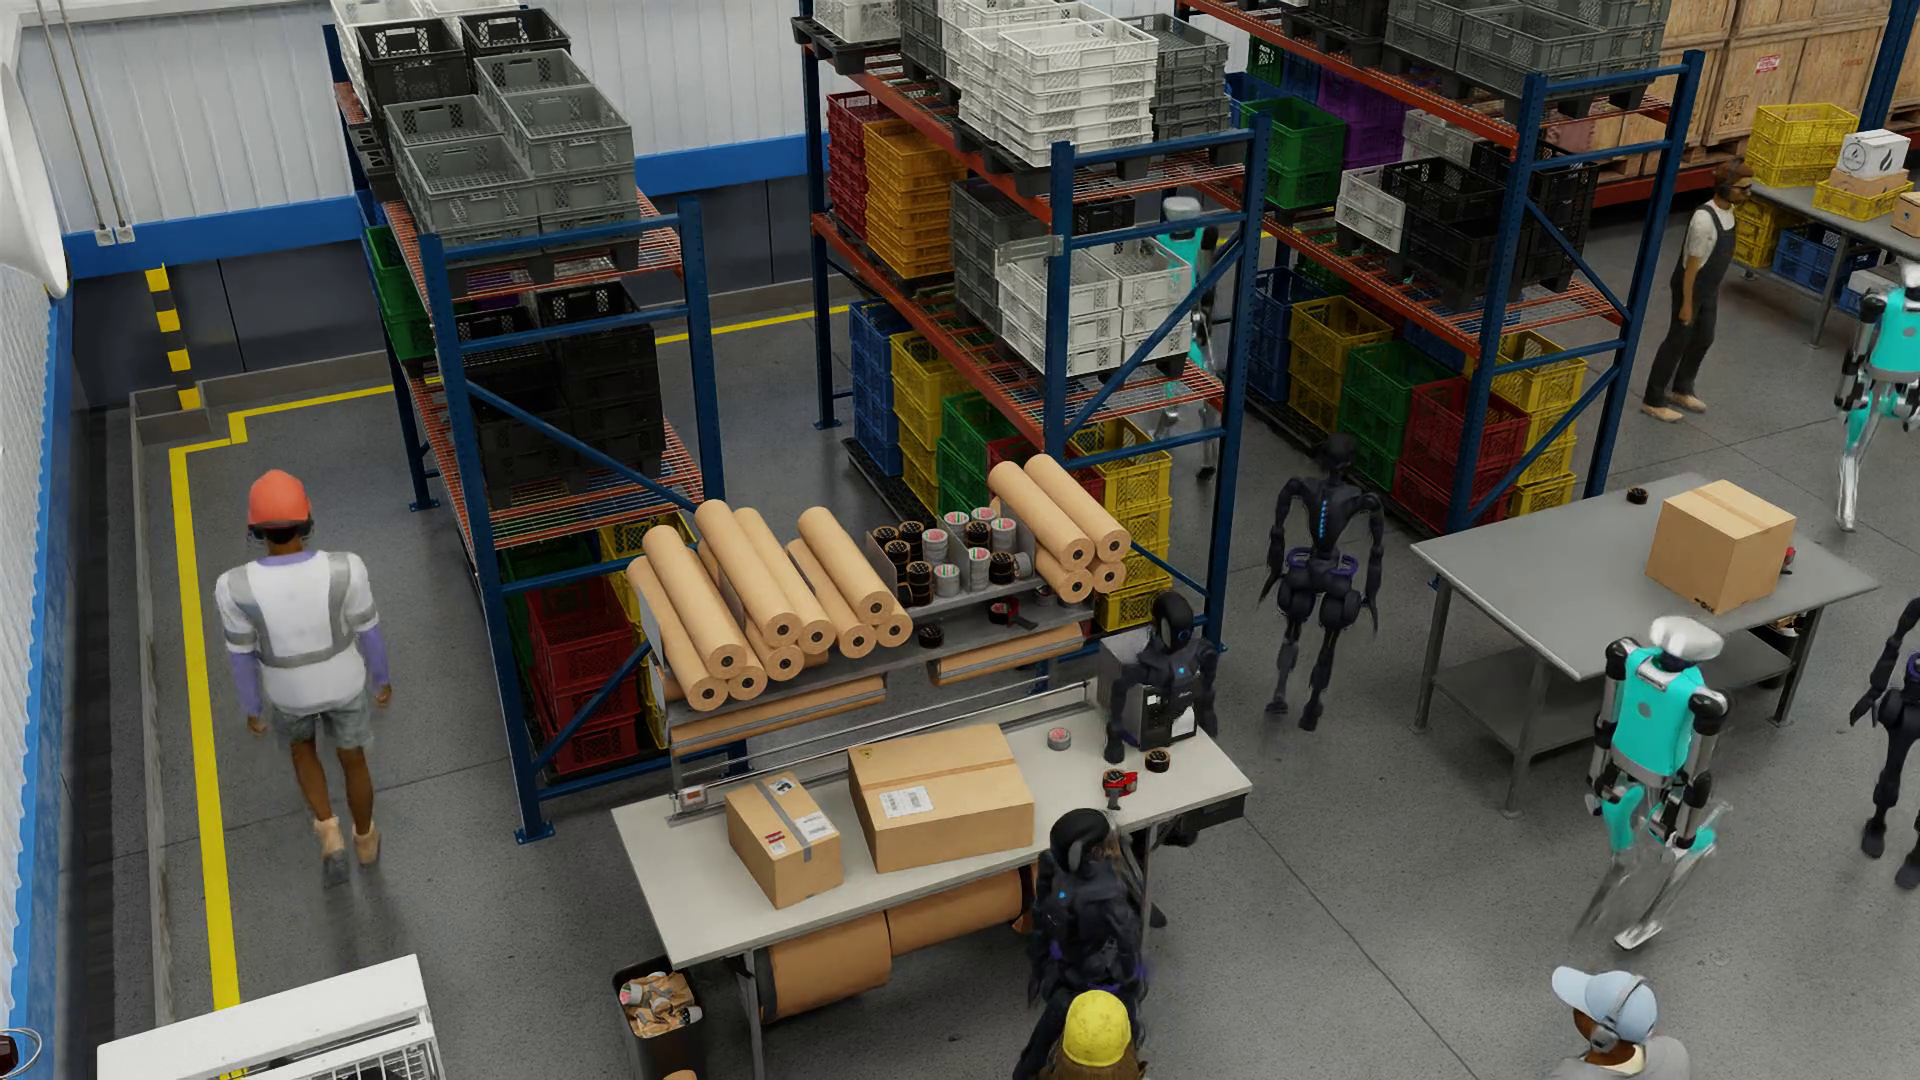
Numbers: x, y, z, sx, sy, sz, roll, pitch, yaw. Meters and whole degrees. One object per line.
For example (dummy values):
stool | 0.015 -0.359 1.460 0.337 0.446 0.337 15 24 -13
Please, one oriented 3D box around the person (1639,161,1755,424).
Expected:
person | 4.962 -1.648 11.156 0.520 1.834 0.377 -26 40 -35

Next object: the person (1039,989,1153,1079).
person | 0.396 2.076 5.193 0.492 1.739 0.314 -7 32 -11

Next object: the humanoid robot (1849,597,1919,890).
humanoid robot | 4.306 0.772 7.366 0.609 1.643 0.430 19 36 28

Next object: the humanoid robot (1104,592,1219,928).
humanoid robot | 0.818 0.912 7.146 0.610 1.640 0.441 -17 35 -25

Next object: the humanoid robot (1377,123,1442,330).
humanoid robot | 3.257 -2.044 11.862 0.530 1.762 0.721 -8 33 -13

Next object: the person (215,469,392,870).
person | -2.821 0.611 7.296 0.633 2.029 0.439 -12 33 -18

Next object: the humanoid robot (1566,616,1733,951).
humanoid robot | 2.943 1.057 6.899 0.749 1.844 0.542 -17 36 -26

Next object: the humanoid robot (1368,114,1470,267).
humanoid robot | 3.355 -2.461 12.546 0.535 1.744 0.765 -17 36 -26

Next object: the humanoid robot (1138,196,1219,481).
humanoid robot | 1.460 -1.200 10.544 0.535 1.765 0.978 -8 32 -12

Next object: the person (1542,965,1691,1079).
person | 1.883 2.016 5.184 0.597 1.852 0.373 -14 34 -21

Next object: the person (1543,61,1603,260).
person | 4.966 -3.108 13.598 0.522 1.761 0.336 -16 35 -25

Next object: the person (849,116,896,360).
person | -0.599 -2.137 11.892 0.507 1.891 0.632 -4 32 -6

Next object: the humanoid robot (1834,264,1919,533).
humanoid robot | 5.559 -0.919 10.079 0.545 1.747 1.027 10 33 15

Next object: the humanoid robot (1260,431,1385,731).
humanoid robot | 1.803 0.213 8.279 0.609 1.643 0.335 13 34 21

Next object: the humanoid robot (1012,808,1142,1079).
humanoid robot | 0.444 1.654 5.981 0.559 1.635 0.604 -21 37 -30
